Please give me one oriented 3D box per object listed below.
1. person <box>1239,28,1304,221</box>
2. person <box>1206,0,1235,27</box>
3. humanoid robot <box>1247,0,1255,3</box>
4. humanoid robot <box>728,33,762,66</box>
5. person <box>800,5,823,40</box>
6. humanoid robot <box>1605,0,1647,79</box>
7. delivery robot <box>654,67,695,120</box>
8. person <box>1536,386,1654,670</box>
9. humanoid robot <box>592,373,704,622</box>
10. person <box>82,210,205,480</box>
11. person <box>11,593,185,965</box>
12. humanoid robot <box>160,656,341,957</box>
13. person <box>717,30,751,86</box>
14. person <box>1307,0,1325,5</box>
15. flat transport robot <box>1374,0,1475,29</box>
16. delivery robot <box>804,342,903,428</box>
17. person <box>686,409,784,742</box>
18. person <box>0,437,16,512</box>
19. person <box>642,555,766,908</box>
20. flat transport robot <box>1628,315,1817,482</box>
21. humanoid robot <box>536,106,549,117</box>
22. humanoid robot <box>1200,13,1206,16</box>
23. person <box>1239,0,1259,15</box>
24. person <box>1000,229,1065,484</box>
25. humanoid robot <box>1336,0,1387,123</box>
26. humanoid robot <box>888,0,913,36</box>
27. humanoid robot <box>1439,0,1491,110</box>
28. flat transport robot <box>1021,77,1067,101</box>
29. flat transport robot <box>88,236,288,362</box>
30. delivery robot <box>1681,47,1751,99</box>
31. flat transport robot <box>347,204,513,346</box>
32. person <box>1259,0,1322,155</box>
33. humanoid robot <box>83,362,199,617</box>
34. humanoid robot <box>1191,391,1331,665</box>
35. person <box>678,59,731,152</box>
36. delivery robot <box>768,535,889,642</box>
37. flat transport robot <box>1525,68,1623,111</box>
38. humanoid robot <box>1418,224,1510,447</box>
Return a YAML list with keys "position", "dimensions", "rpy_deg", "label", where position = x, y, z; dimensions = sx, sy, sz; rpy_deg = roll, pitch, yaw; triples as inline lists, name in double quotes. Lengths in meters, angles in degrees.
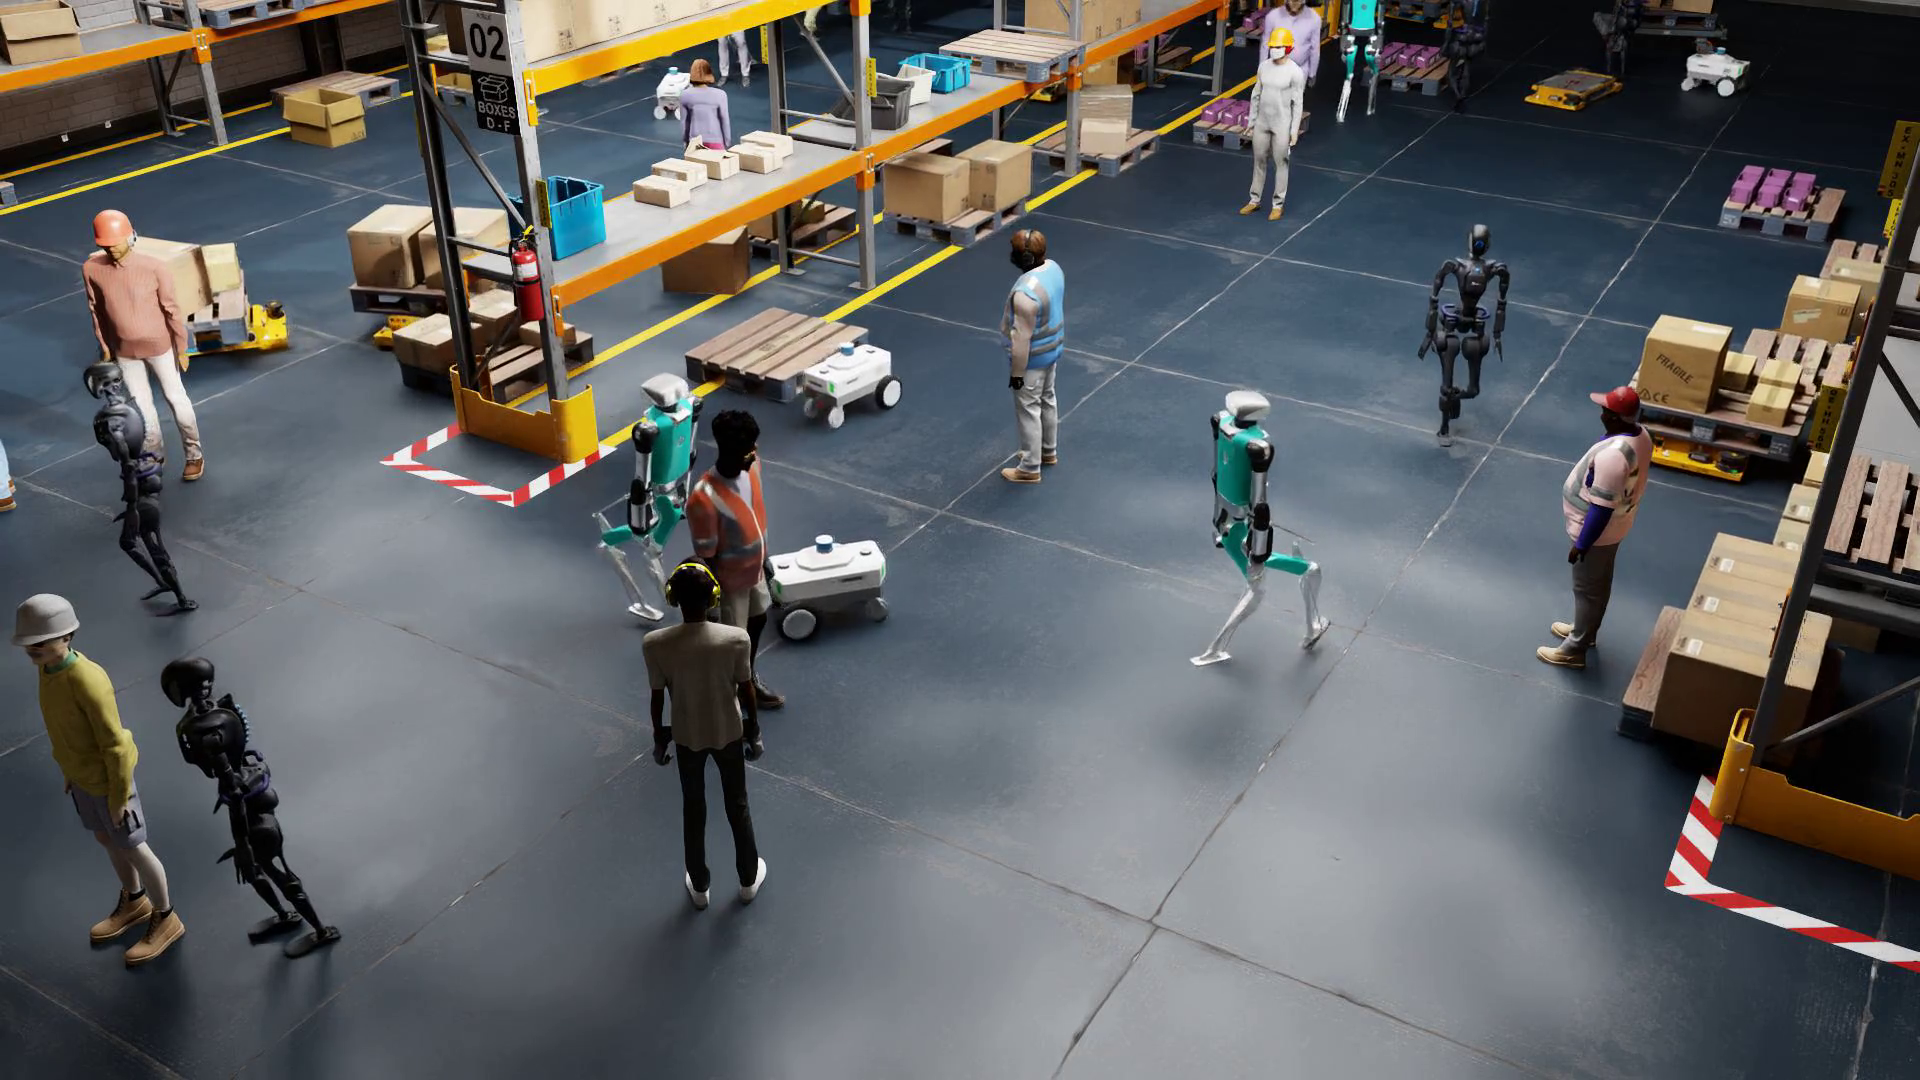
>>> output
- position: [3.143, -4.165, 16.659]
  dimensions: [0.567, 1.897, 0.359]
  rpy_deg: [20, 35, 31]
  label: "person"
- position: [3.884, -8.461, 24.317]
  dimensions: [0.506, 1.839, 0.342]
  rpy_deg: [9, 31, 16]
  label: "person"
- position: [4.529, -9.211, 25.805]
  dimensions: [0.342, 1.651, 0.597]
  rpy_deg: [-18, 34, -29]
  label: "humanoid robot"
- position: [-2.927, -7.090, 21.857]
  dimensions: [0.735, 1.677, 0.533]
  rpy_deg: [-25, 38, -37]
  label: "humanoid robot"
- position: [-2.118, -8.069, 23.737]
  dimensions: [0.407, 1.729, 0.724]
  rpy_deg: [-7, 30, -12]
  label: "person"
- position: [8.645, -6.825, 21.574]
  dimensions: [0.603, 1.651, 0.385]
  rpy_deg: [-21, 35, -32]
  label: "humanoid robot"
- position: [-3.488, -5.469, 20.319]
  dimensions: [0.525, 0.587, 0.741]
  rpy_deg: [0, 29, 0]
  label: "delivery robot"
- position: [3.654, -0.076, 9.567]
  dimensions: [0.419, 1.754, 0.608]
  rpy_deg: [19, 35, 30]
  label: "person"
- position: [-1.889, -0.175, 9.840]
  dimensions: [0.825, 1.835, 0.550]
  rpy_deg: [16, 33, 25]
  label: "humanoid robot"
- position: [-5.688, -1.344, 11.581]
  dimensions: [0.610, 1.986, 0.402]
  rpy_deg: [-1, 30, -2]
  label: "person"
- position: [-3.852, 1.052, 7.432]
  dimensions: [0.478, 1.894, 0.382]
  rpy_deg: [19, 35, 30]
  label: "person"
- position: [-3.163, 1.182, 7.437]
  dimensions: [0.449, 1.638, 0.600]
  rpy_deg: [-15, 33, -25]
  label: "humanoid robot"
- position: [-2.965, -6.791, 21.257]
  dimensions: [0.489, 1.942, 0.427]
  rpy_deg: [1, 29, 1]
  label: "person"
- position: [5.500, -9.207, 25.681]
  dimensions: [0.434, 1.808, 0.762]
  rpy_deg: [-16, 33, -26]
  label: "person"
- position: [6.910, -7.882, 24.884]
  dimensions: [0.659, 0.231, 1.431]
  rpy_deg: [-26, 39, -38]
  label: "flat transport robot"
- position: [-0.862, -1.233, 12.824]
  dimensions: [0.499, 0.587, 0.767]
  rpy_deg: [23, 37, 35]
  label: "delivery robot"
- position: [-1.196, 0.185, 8.906]
  dimensions: [0.433, 1.948, 0.630]
  rpy_deg: [12, 32, 21]
  label: "person"
- position: [-6.777, -1.108, 11.150]
  dimensions: [0.393, 1.993, 0.611]
  rpy_deg: [-11, 31, -19]
  label: "person"
- position: [-1.175, 0.904, 7.715]
  dimensions: [0.515, 1.873, 0.328]
  rpy_deg: [-3, 30, -6]
  label: "person"
- position: [5.632, -0.853, 12.451]
  dimensions: [0.659, 0.231, 1.431]
  rpy_deg: [17, 34, 27]
  label: "flat transport robot"
- position: [-5.388, -5.823, 19.739]
  dimensions: [0.531, 1.738, 0.965]
  rpy_deg: [21, 35, 32]
  label: "humanoid robot"
- position: [3.589, -8.789, 24.947]
  dimensions: [0.719, 1.738, 0.530]
  rpy_deg: [-3, 30, -6]
  label: "humanoid robot"
- position: [4.506, -8.807, 25.024]
  dimensions: [0.587, 1.729, 0.581]
  rpy_deg: [-16, 33, -25]
  label: "person"
- position: [0.493, -1.285, 11.632]
  dimensions: [0.431, 1.838, 0.630]
  rpy_deg: [13, 32, 21]
  label: "person"
- position: [4.819, -5.946, 20.008]
  dimensions: [0.570, 1.789, 0.828]
  rpy_deg: [6, 30, 11]
  label: "humanoid robot"
- position: [-0.820, -8.058, 23.765]
  dimensions: [0.589, 1.649, 0.360]
  rpy_deg: [8, 31, 14]
  label: "humanoid robot"
- position: [6.194, -6.067, 20.246]
  dimensions: [0.597, 1.638, 0.477]
  rpy_deg: [-5, 30, -9]
  label: "humanoid robot"
- position: [1.226, -5.929, 21.430]
  dimensions: [0.659, 0.231, 1.431]
  rpy_deg: [17, 33, 27]
  label: "flat transport robot"
- position: [-6.438, -1.727, 13.997]
  dimensions: [1.431, 0.231, 0.659]
  rpy_deg: [-11, 31, -18]
  label: "flat transport robot"
- position: [9.669, -5.955, 21.202]
  dimensions: [0.808, 0.610, 0.499]
  rpy_deg: [24, 37, 36]
  label: "delivery robot"
- position: [-4.499, -2.036, 14.543]
  dimensions: [0.659, 0.231, 1.431]
  rpy_deg: [5, 30, 8]
  label: "flat transport robot"
- position: [3.671, -5.247, 18.575]
  dimensions: [0.657, 1.891, 0.432]
  rpy_deg: [3, 30, 5]
  label: "person"
- position: [-4.965, -0.287, 10.019]
  dimensions: [0.360, 1.651, 0.611]
  rpy_deg: [-12, 32, -20]
  label: "humanoid robot"
- position: [1.857, -0.071, 9.613]
  dimensions: [1.000, 1.777, 0.530]
  rpy_deg: [-11, 31, -19]
  label: "humanoid robot"
- position: [-2.524, -3.953, 16.555]
  dimensions: [0.498, 1.629, 0.288]
  rpy_deg: [2, 30, 4]
  label: "person"
- position: [-0.834, 0.252, 10.195]
  dimensions: [0.777, 0.585, 0.499]
  rpy_deg: [-9, 31, -16]
  label: "delivery robot"
- position: [7.774, -5.691, 21.009]
  dimensions: [0.659, 0.231, 1.431]
  rpy_deg: [24, 37, 36]
  label: "flat transport robot"
- position: [3.702, -1.543, 12.250]
  dimensions: [0.613, 1.631, 0.591]
  rpy_deg: [2, 30, 4]
  label: "humanoid robot"
